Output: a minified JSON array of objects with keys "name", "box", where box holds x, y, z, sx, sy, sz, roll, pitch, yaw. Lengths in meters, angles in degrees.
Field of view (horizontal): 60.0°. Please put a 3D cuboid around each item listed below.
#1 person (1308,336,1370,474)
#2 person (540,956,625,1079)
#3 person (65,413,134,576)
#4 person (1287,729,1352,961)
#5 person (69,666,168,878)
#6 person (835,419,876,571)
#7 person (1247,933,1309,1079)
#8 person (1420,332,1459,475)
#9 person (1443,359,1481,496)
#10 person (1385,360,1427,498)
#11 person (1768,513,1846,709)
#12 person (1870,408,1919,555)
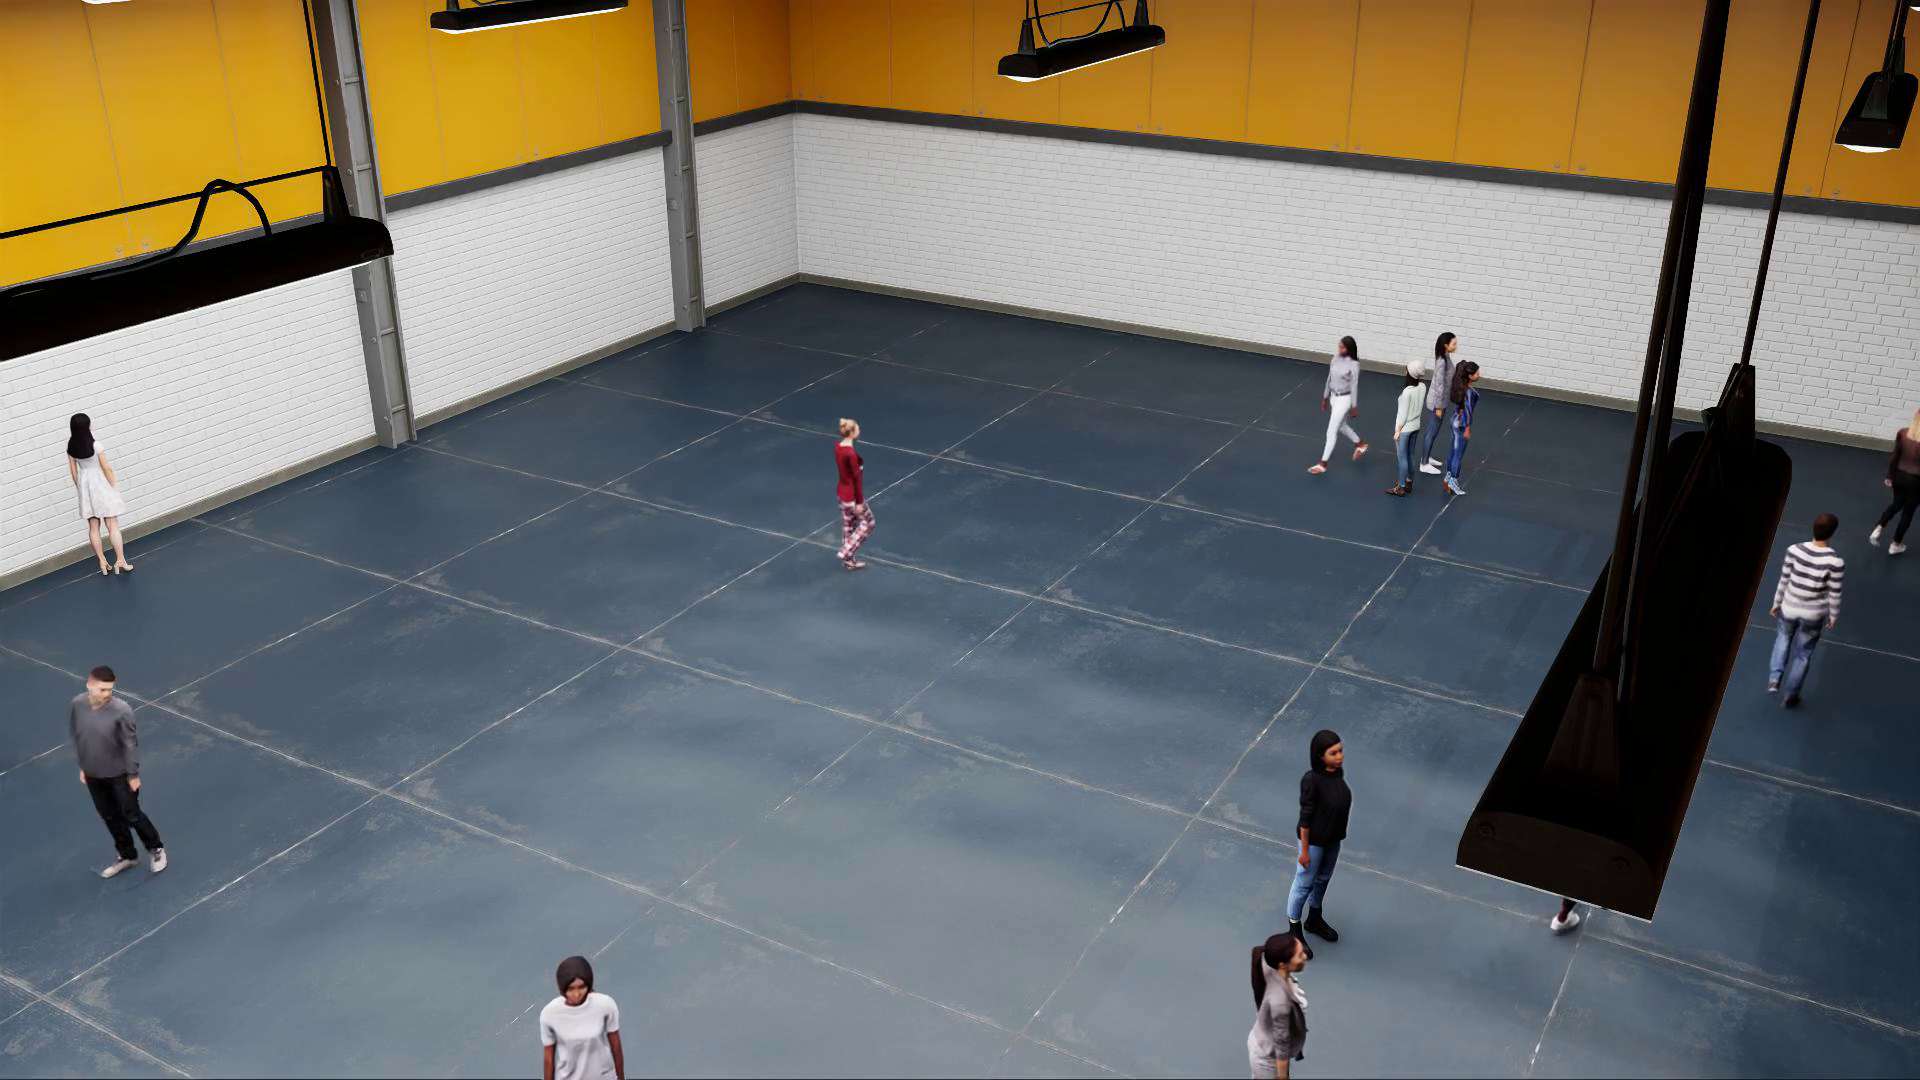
[{"name":"person","box":[4.677,-1.654,20.152,1.238,1.692,1.061,-11,26,-23]},{"name":"person","box":[-2.104,3.043,9.376,0.745,1.718,0.805,-3,24,-8]},{"name":"person","box":[-9.016,-0.481,17.367,0.758,1.774,0.782,2,24,4]},{"name":"person","box":[2.496,2.086,11.586,0.576,1.702,0.692,-19,30,-36]},{"name":"person","box":[-6.362,1.714,12.384,0.753,1.744,0.721,9,25,21]},{"name":"person","box":[-1.202,-0.457,17.412,0.793,1.694,0.766,-14,27,-28]},{"name":"person","box":[1.788,2.971,9.591,0.773,1.678,0.673,0,24,0]},{"name":"person","box":[5.804,-1.686,20.177,0.718,1.732,0.525,8,25,17]},{"name":"person","box":[5.882,-1.332,19.512,0.740,1.615,0.620,2,24,5]},{"name":"person","box":[5.243,-1.322,19.451,0.677,1.645,0.523,22,32,40]},{"name":"person","box":[7.420,0.653,14.690,0.755,1.841,0.722,21,31,39]},{"name":"person","box":[10.107,-0.618,17.782,0.884,1.693,0.807,-11,26,-24]}]
